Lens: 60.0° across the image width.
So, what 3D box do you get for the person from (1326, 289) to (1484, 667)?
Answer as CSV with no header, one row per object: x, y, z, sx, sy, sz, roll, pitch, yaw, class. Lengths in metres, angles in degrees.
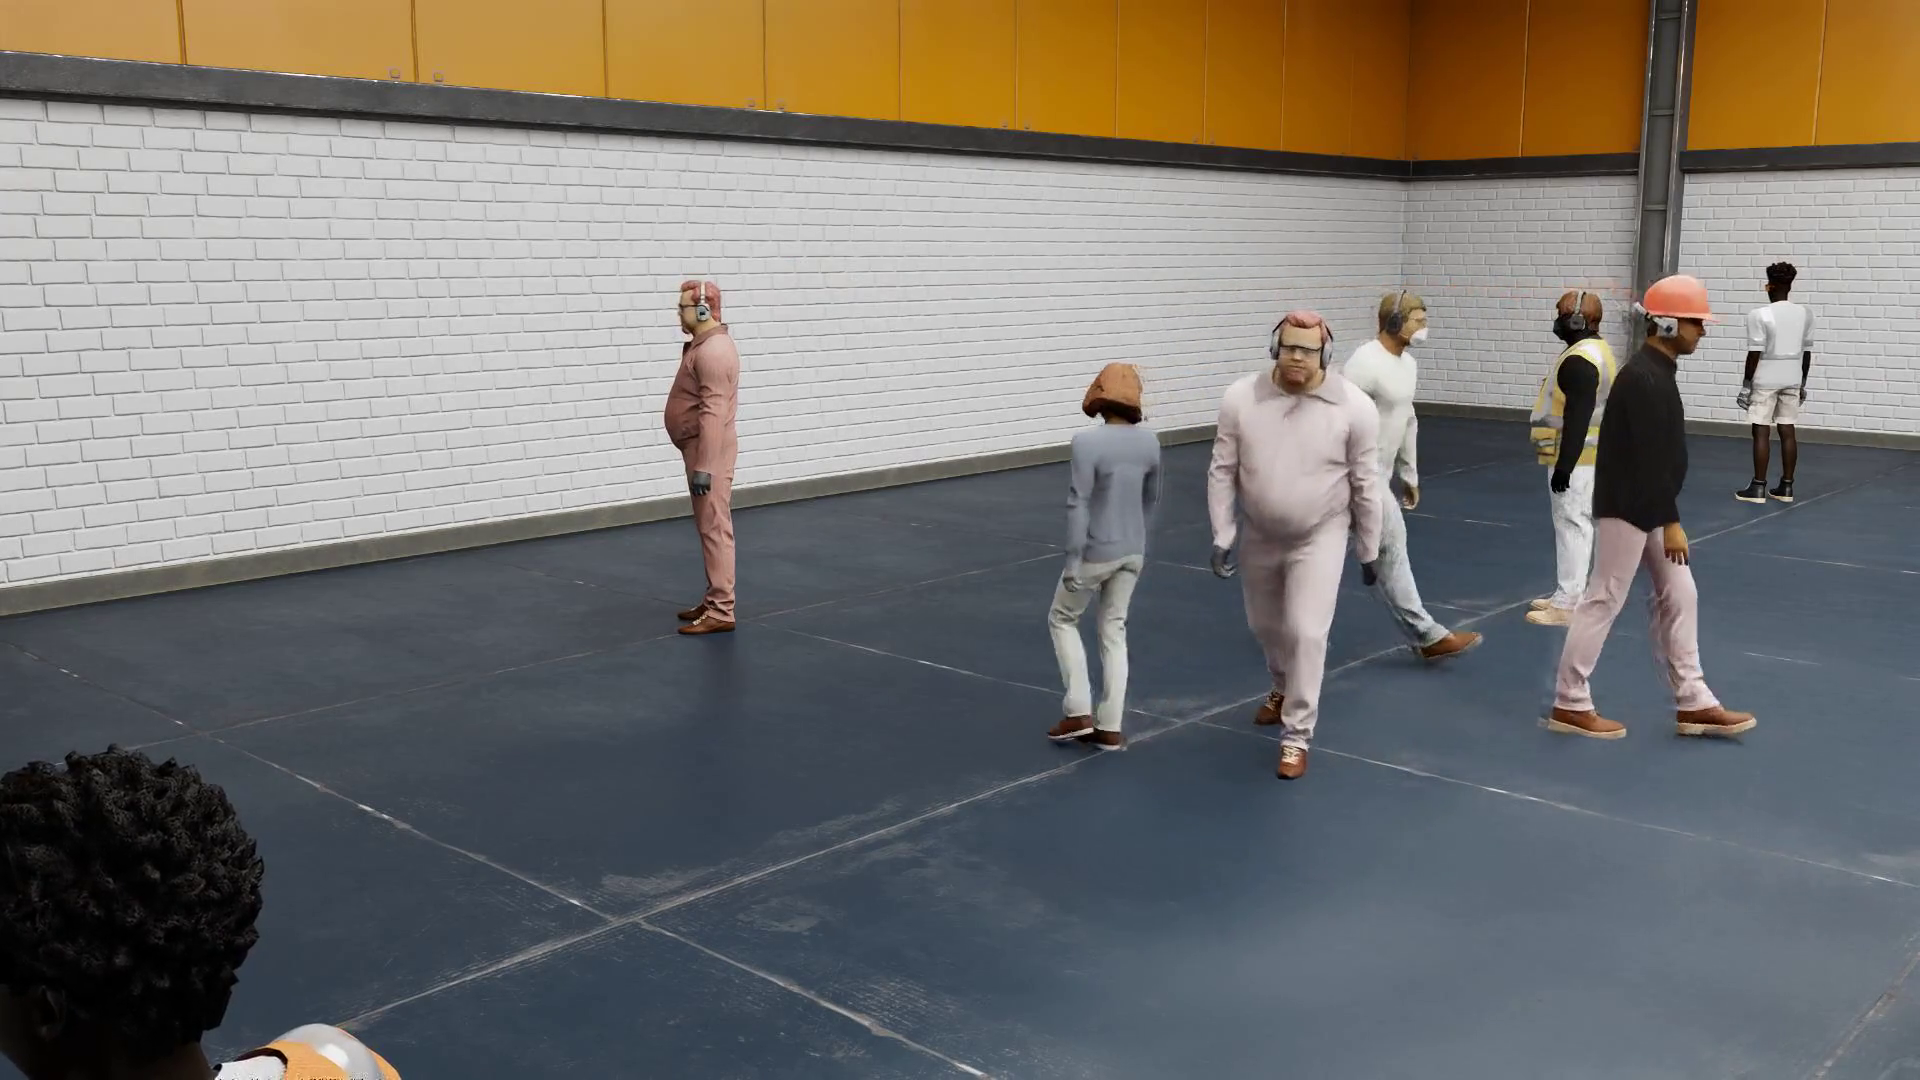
2.101,-0.317,8.354,1.107,1.862,0.641,7,12,33,person

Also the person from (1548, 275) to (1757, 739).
2.943,-0.100,6.903,0.914,1.957,0.643,6,12,31,person

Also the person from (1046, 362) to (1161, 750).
0.576,0.066,6.930,0.541,1.600,0.445,-8,13,-37,person

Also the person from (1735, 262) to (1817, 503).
6.654,-1.283,13.599,0.613,1.963,0.362,-2,10,-11,person

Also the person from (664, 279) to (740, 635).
-1.388,-0.448,9.014,0.411,1.909,0.643,-1,10,-8,person

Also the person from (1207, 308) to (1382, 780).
1.392,-0.030,6.804,0.664,1.861,0.880,5,11,28,person

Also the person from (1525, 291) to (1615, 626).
3.367,-0.447,9.193,0.429,1.844,0.626,5,11,25,person

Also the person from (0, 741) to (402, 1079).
-0.635,0.998,1.407,0.321,1.690,0.529,3,10,17,person
